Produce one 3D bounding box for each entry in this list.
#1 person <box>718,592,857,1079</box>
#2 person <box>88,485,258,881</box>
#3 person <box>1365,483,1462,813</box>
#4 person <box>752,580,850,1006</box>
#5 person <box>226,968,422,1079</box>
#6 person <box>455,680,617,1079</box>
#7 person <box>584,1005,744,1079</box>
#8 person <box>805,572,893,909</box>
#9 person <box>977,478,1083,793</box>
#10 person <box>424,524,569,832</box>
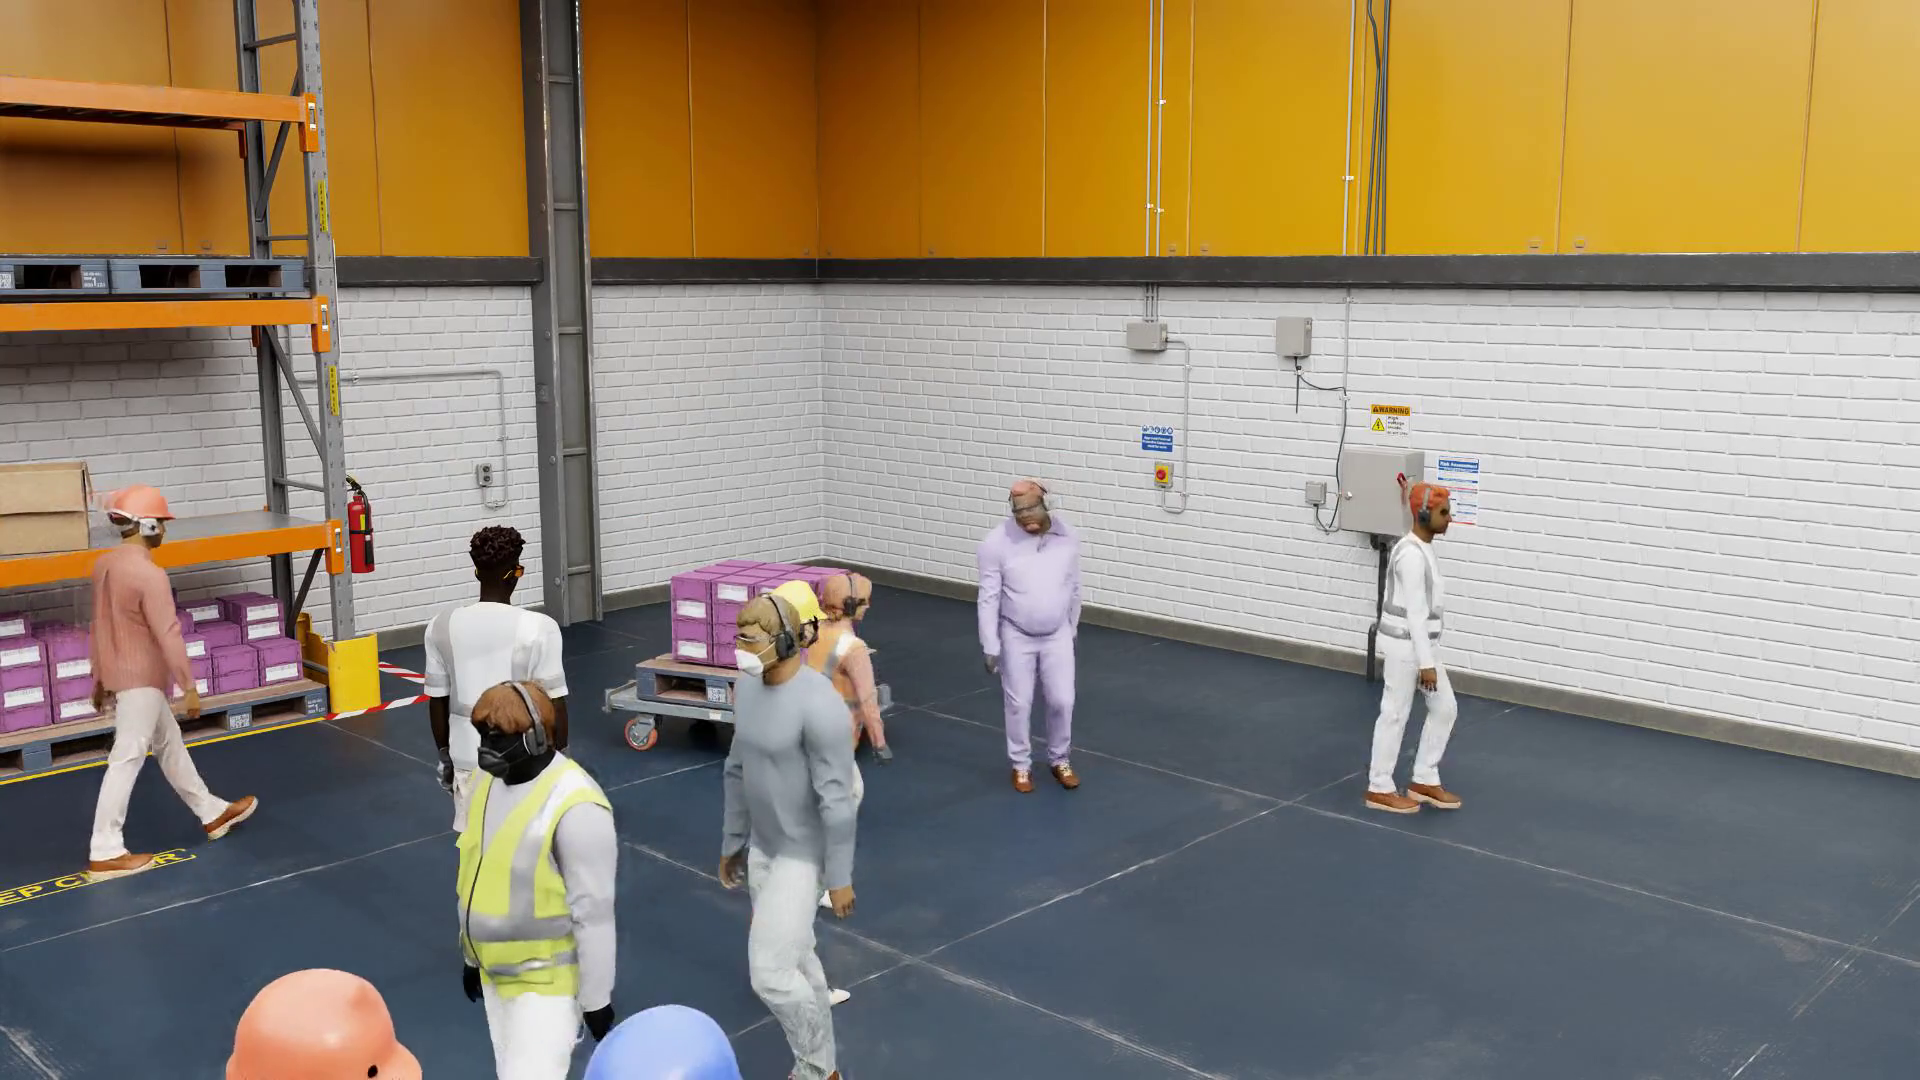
[{"bbox_3d":[-0.635,1.128,5.893,0.520,1.918,0.632,-6,11,-34],"label":"person"},{"bbox_3d":[-4.054,0.691,8.485,0.663,1.933,1.014,8,12,40],"label":"person"},{"bbox_3d":[2.570,0.618,9.176,0.657,1.861,0.574,5,10,27],"label":"person"},{"bbox_3d":[-0.686,1.042,6.875,0.317,1.769,0.522,-7,11,-36],"label":"person"},{"bbox_3d":[-1.116,1.630,2.883,0.874,1.888,0.556,0,9,-1],"label":"person"},{"bbox_3d":[-1.296,1.310,5.070,0.429,1.827,0.634,-8,13,-42],"label":"person"},{"bbox_3d":[-0.551,1.663,2.635,0.612,1.916,0.923,8,12,39],"label":"person"},{"bbox_3d":[-0.573,0.954,7.865,0.463,1.621,0.516,-4,10,-24],"label":"person"},{"bbox_3d":[0.402,0.553,9.570,0.665,1.868,0.518,-2,10,-14],"label":"person"},{"bbox_3d":[-1.948,0.906,7.093,0.613,1.964,0.361,1,9,6],"label":"person"}]
